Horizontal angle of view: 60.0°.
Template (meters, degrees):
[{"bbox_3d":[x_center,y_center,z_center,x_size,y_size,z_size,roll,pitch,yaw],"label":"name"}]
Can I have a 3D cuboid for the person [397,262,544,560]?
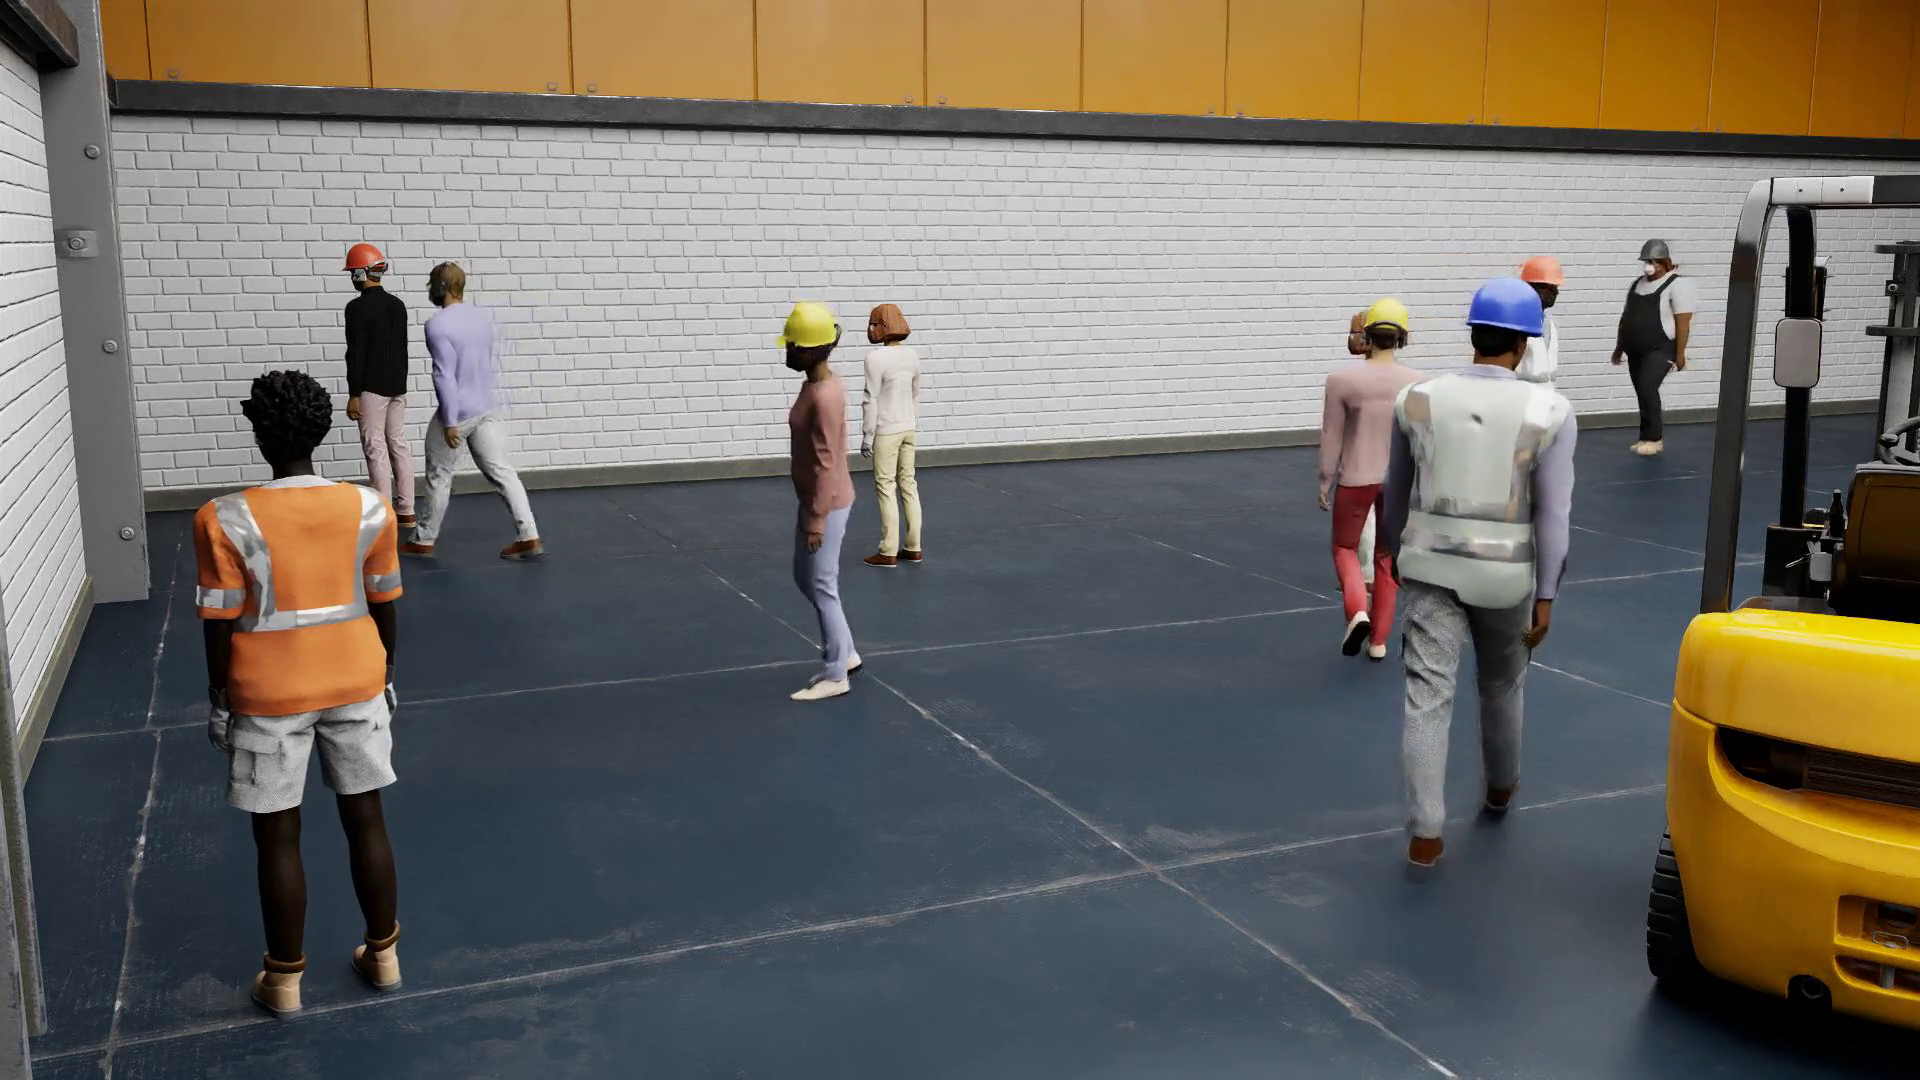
[{"bbox_3d":[-3.091,-0.795,10.447,1.035,1.887,0.650,3,11,18],"label":"person"}]

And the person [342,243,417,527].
[{"bbox_3d":[-4.026,-1.038,11.474,0.402,1.988,0.613,3,11,14],"label":"person"}]

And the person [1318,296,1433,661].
[{"bbox_3d":[1.974,-0.269,7.873,0.538,1.748,0.444,1,10,7],"label":"person"}]

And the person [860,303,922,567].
[{"bbox_3d":[-0.422,-0.647,10.316,0.281,1.624,0.494,7,13,35],"label":"person"}]

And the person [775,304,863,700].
[{"bbox_3d":[-0.619,-0.147,7.278,0.380,1.737,0.582,-2,11,-12],"label":"person"}]

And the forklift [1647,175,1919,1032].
[{"bbox_3d":[2.810,0.094,4.662,1.214,2.155,2.313,7,12,34],"label":"forklift"}]

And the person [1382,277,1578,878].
[{"bbox_3d":[1.700,0.090,5.507,0.620,1.888,1.004,5,11,25],"label":"person"}]

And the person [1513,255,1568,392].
[{"bbox_3d":[3.502,-0.809,10.379,0.558,1.926,0.630,-7,13,-35],"label":"person"}]

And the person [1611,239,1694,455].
[{"bbox_3d":[6.435,-1.815,15.606,0.622,2.000,0.697,-3,11,-19],"label":"person"}]

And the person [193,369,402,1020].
[{"bbox_3d":[-1.707,0.401,4.362,0.530,1.689,0.321,-10,14,-43],"label":"person"}]

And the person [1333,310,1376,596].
[{"bbox_3d":[2.283,-0.484,9.430,0.338,1.624,0.505,6,12,30],"label":"person"}]
